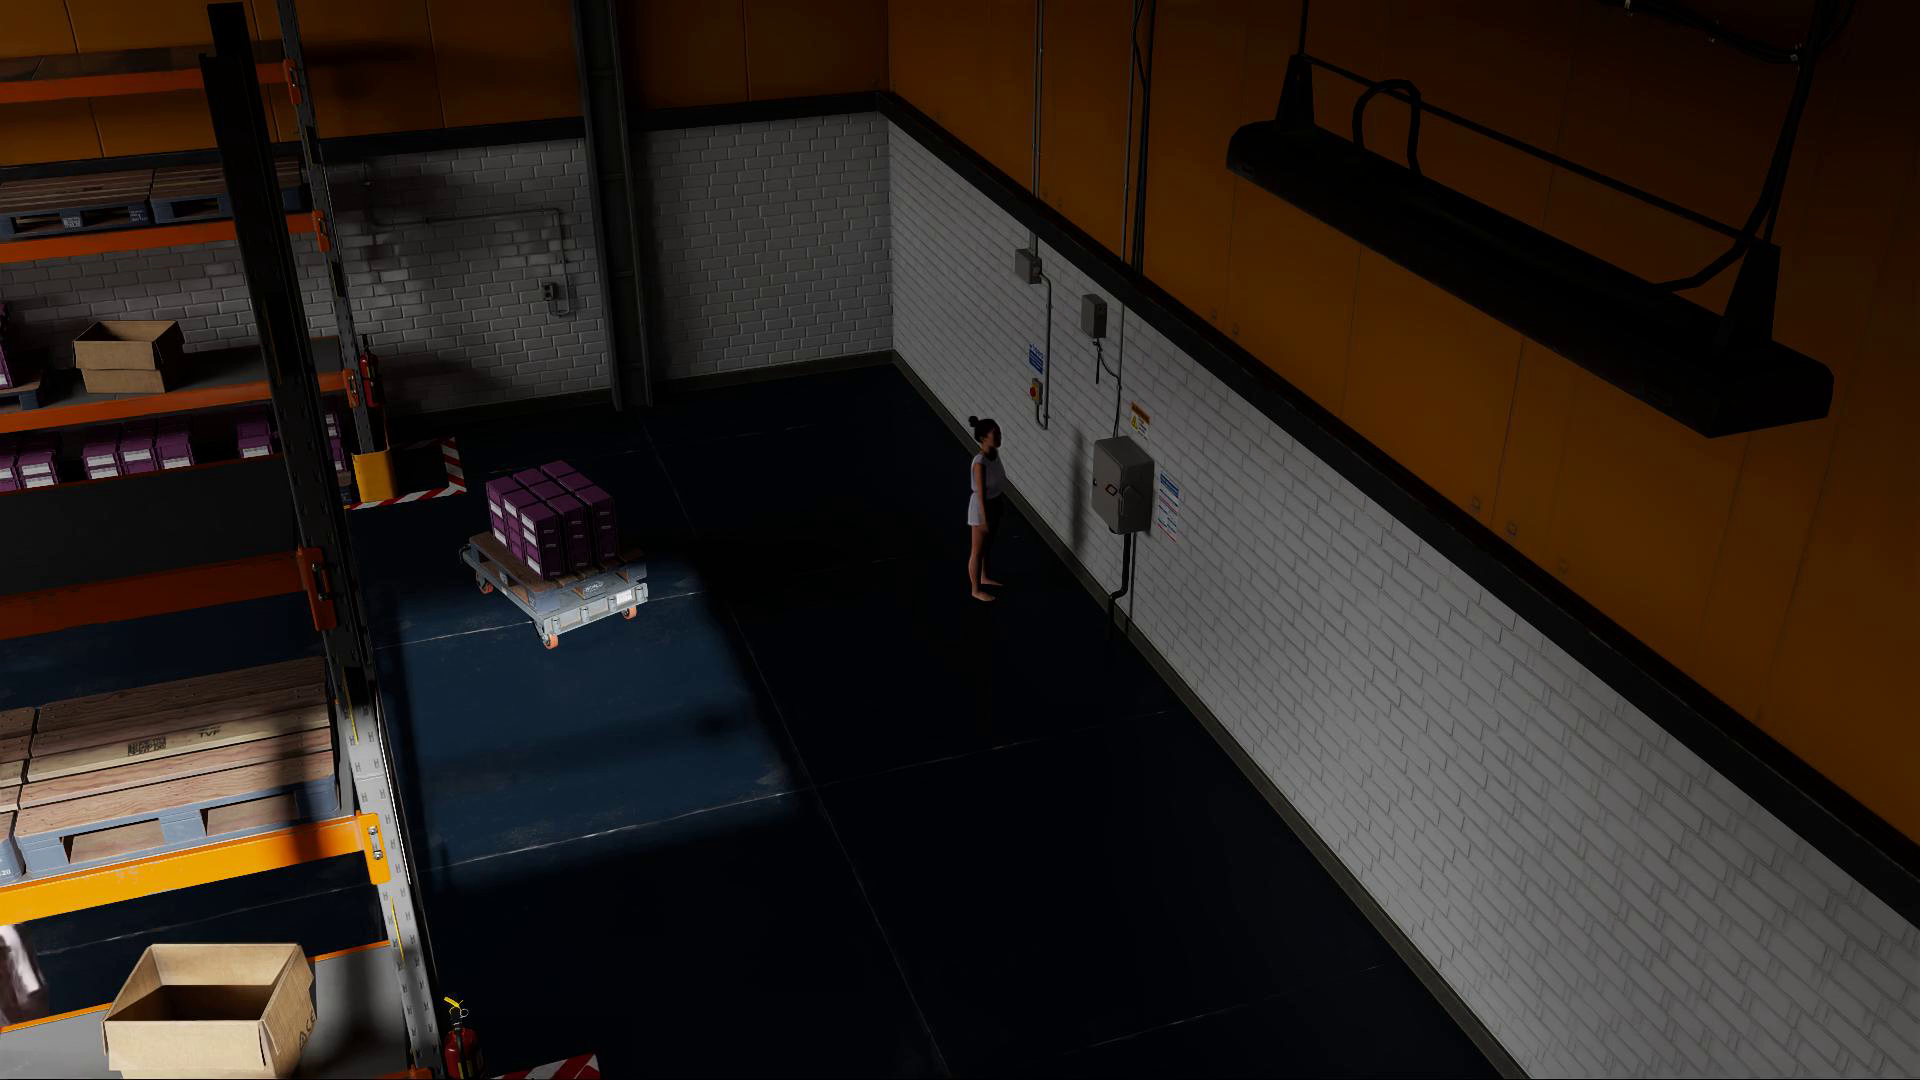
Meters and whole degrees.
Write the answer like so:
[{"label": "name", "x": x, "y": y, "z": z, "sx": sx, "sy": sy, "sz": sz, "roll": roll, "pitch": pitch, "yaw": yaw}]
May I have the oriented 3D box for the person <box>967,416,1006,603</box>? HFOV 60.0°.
[{"label": "person", "x": 0.213, "y": -0.277, "z": 13.970, "sx": 0.722, "sy": 1.601, "sz": 0.671, "roll": 10, "pitch": 30, "yaw": 18}]
